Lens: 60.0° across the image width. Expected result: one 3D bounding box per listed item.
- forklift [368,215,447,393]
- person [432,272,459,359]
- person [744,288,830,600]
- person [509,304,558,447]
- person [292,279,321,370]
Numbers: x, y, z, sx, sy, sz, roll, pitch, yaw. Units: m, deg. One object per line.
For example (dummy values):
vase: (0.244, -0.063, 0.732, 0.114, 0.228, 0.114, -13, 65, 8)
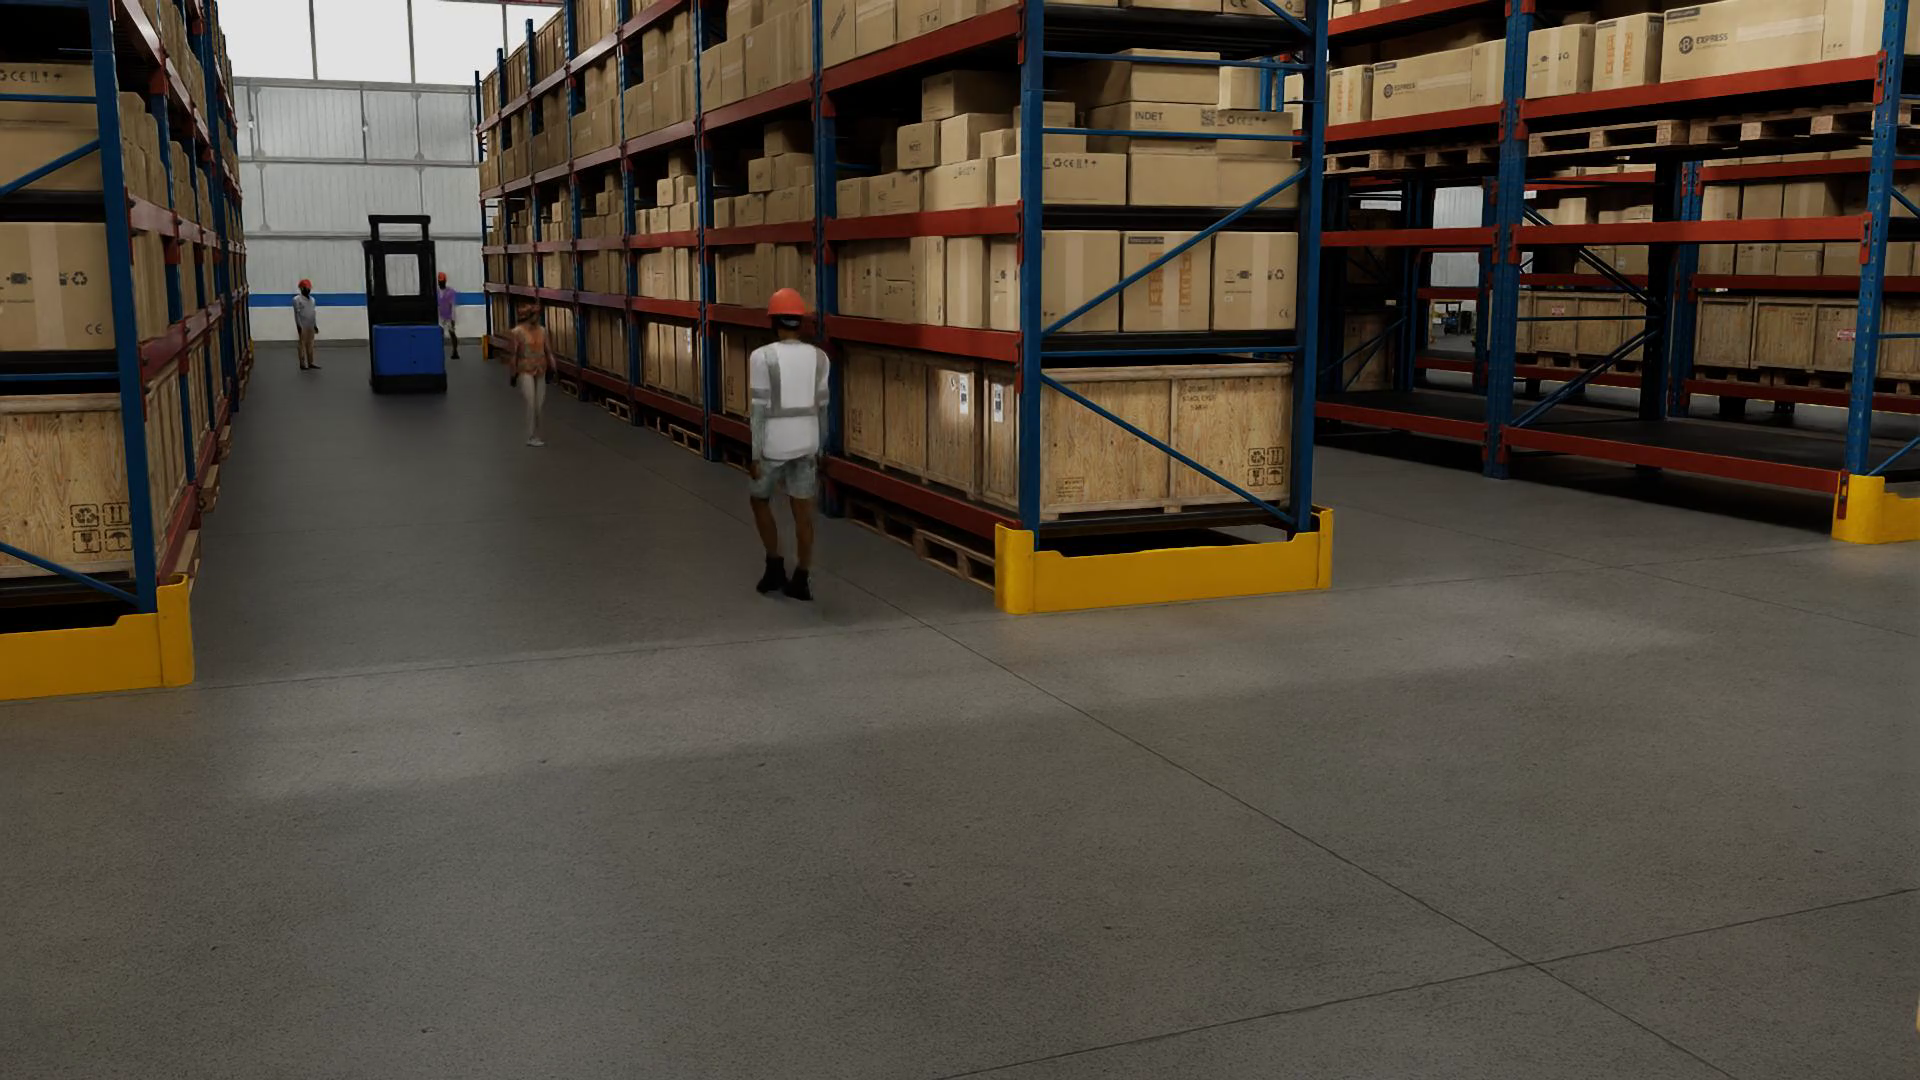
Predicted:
forklift: (-8.937, -3.818, 26.731, 1.129, 2.768, 1.873, -4, 10, -22)
person: (-10.942, -4.740, 35.295, 0.550, 1.859, 1.070, 1, 10, 7)
person: (-1.089, -0.588, 10.272, 0.573, 1.911, 0.559, -6, 11, -33)
person: (-4.882, -1.887, 18.986, 0.626, 1.603, 0.509, 6, 11, 33)
person: (-12.690, -4.188, 32.306, 0.318, 1.756, 0.561, 3, 10, 17)
